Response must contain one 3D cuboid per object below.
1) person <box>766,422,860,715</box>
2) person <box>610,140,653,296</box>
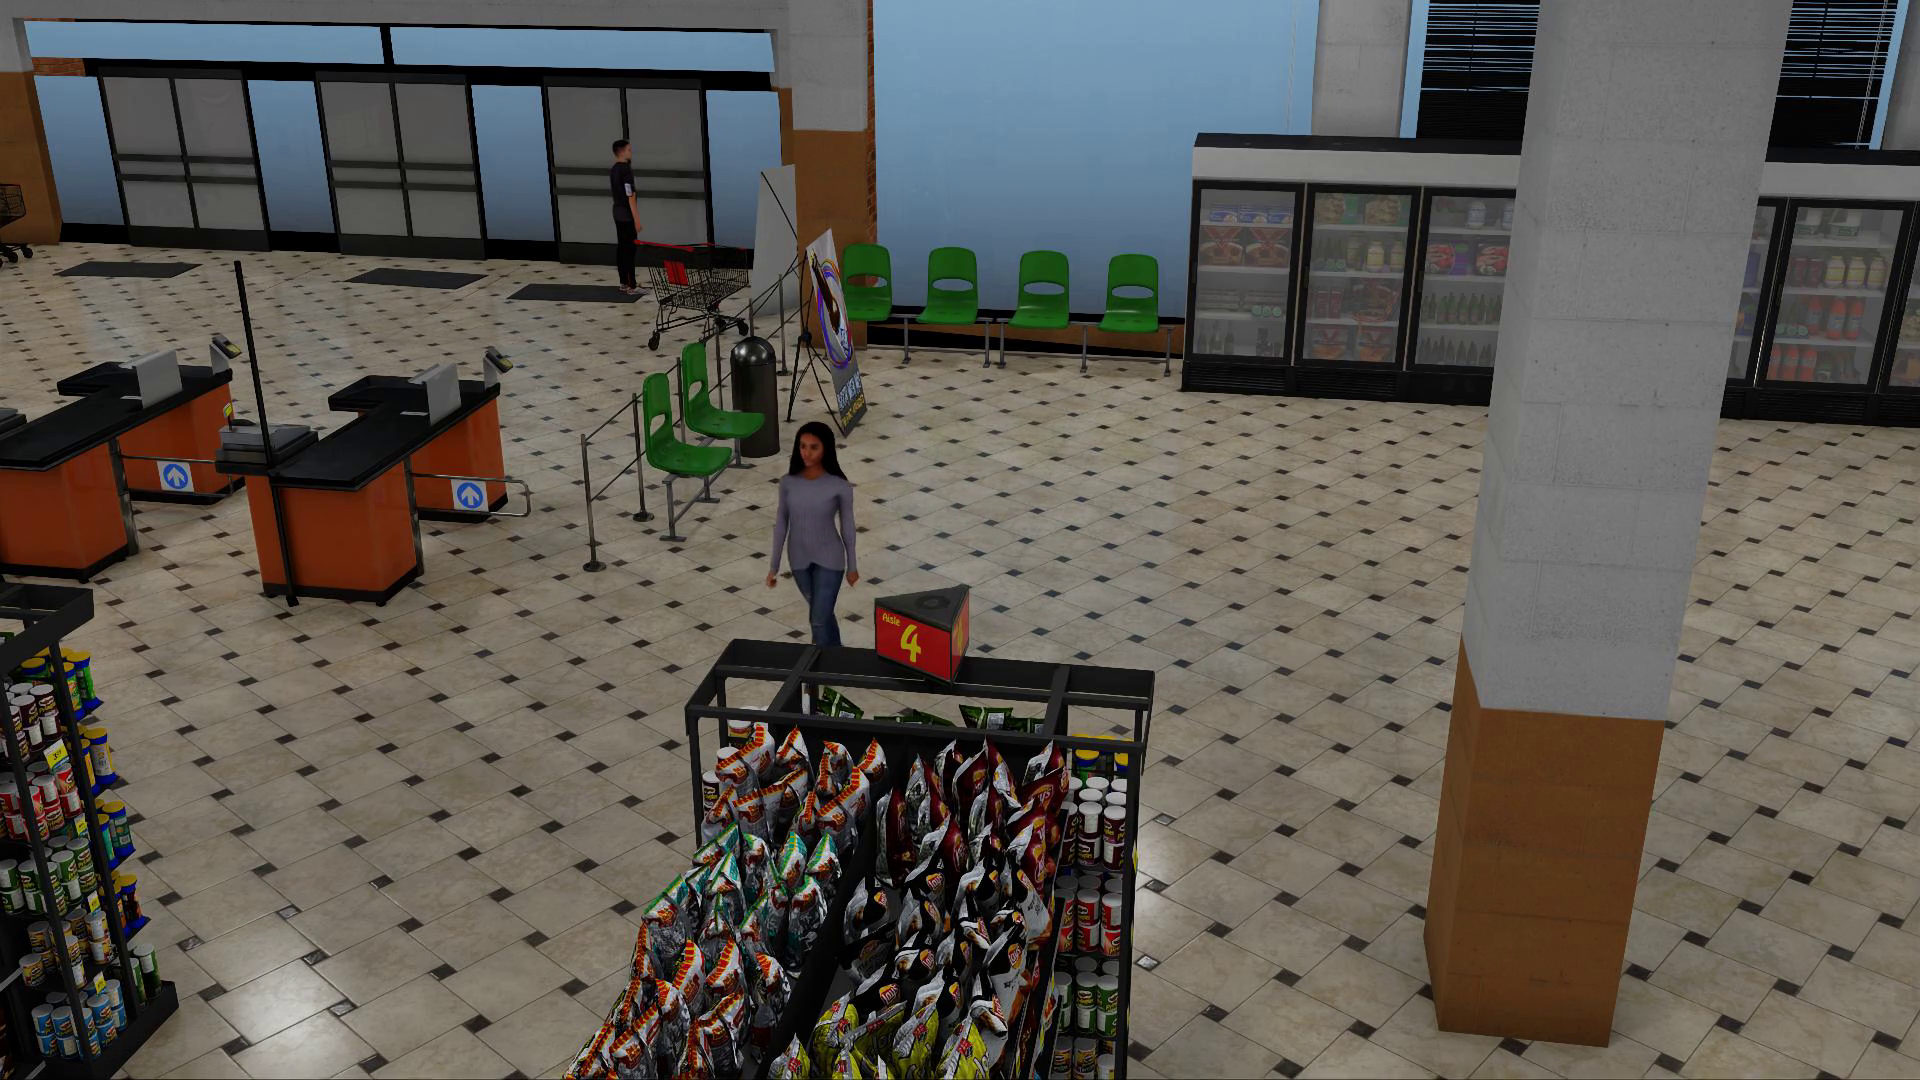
[{"bbox_3d":[-0.795,0.119,9.774,0.814,1.692,1.179,10,24,23],"label":"person"},{"bbox_3d":[-3.874,-3.740,19.284,0.781,1.764,0.698,-12,25,-26],"label":"person"}]
